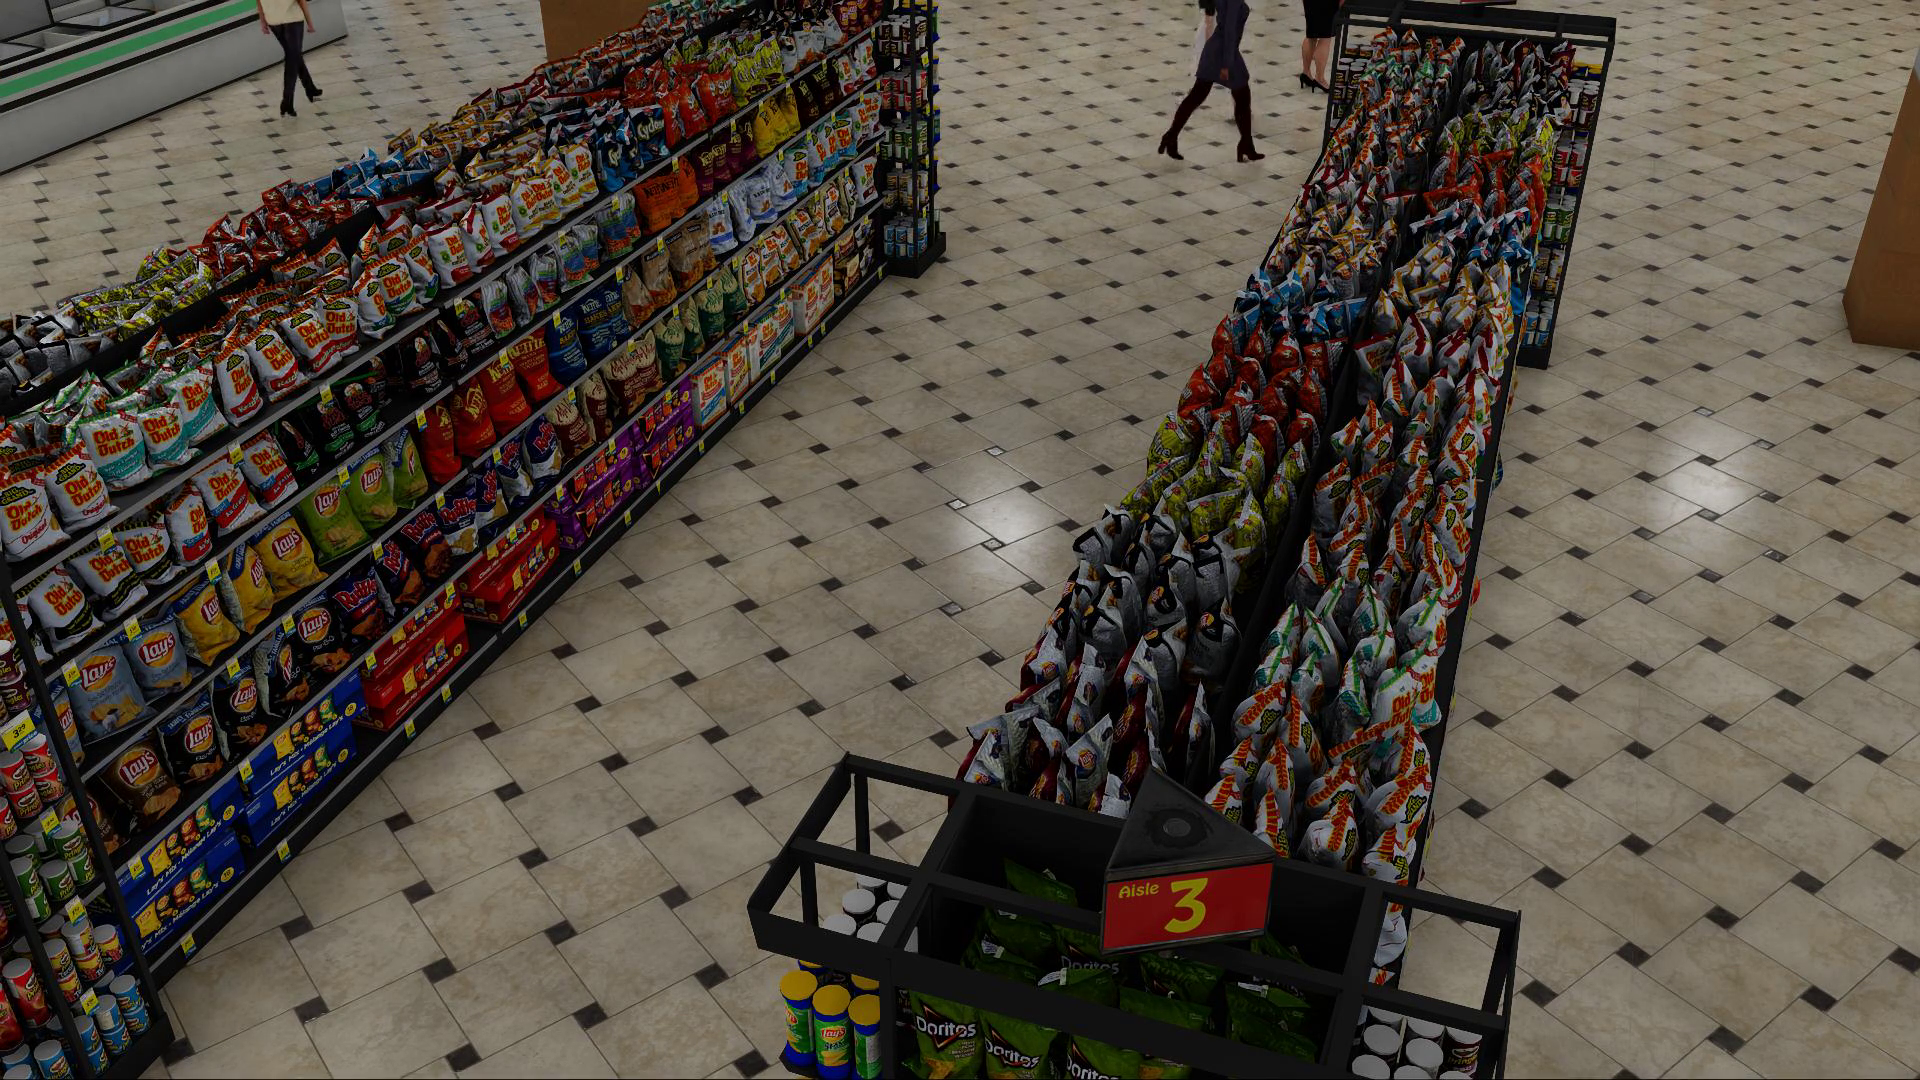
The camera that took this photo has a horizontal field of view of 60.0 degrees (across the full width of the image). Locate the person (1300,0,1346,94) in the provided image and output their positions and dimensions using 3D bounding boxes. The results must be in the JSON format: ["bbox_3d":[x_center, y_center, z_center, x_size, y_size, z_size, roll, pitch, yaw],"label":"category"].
[{"bbox_3d":[3.212,-4.804,14.672,0.858,1.667,0.795,-13,34,-20],"label":"person"}]

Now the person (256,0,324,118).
[{"bbox_3d":[-5.721,-4.343,14.042,0.736,1.550,1.056,4,32,6],"label":"person"}]

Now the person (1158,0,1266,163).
[{"bbox_3d":[1.947,-3.723,12.926,1.038,1.676,1.097,-7,33,-12],"label":"person"}]

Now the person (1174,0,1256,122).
[{"bbox_3d":[2.245,-4.321,13.892,1.094,1.671,1.090,-18,36,-26],"label":"person"}]
